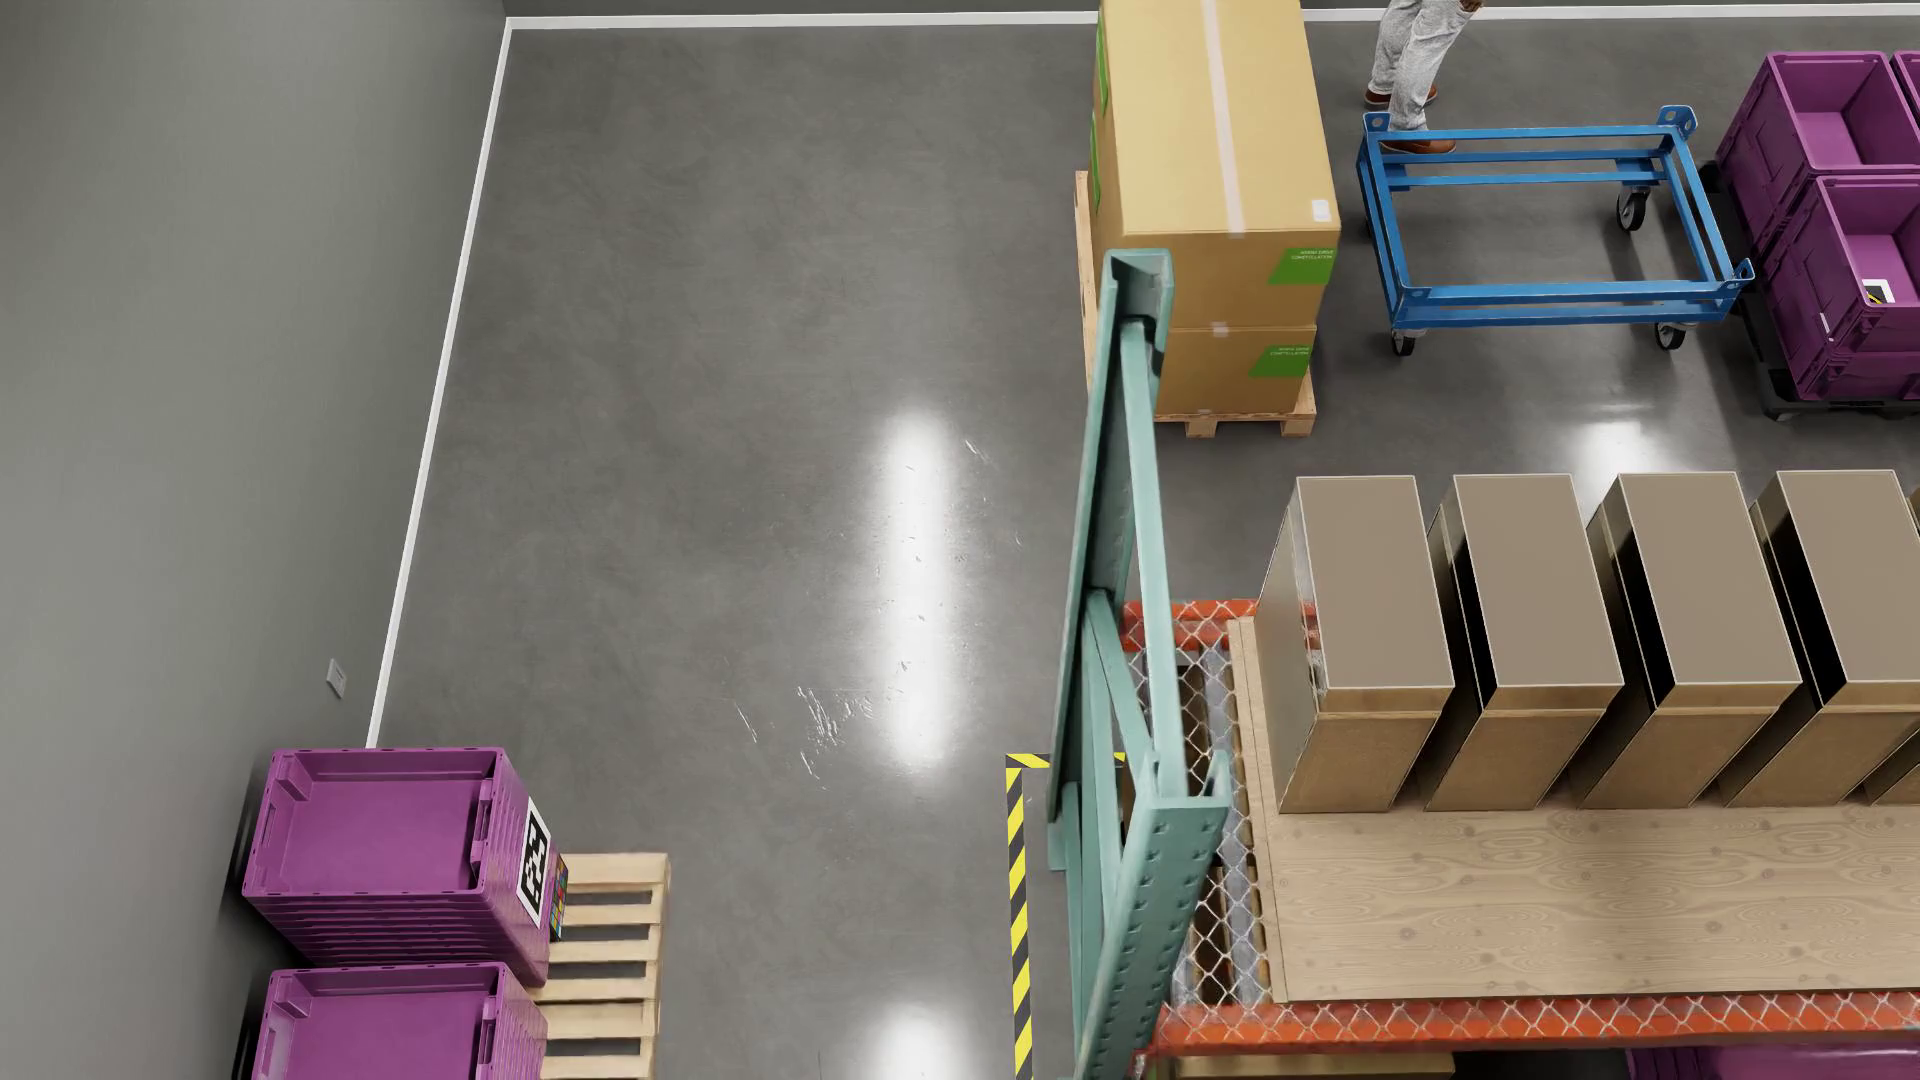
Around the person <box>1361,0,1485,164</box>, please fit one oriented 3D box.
[{"bbox_3d":[1.831,-2.240,6.076,0.354,1.937,0.635,-3,58,-2],"label":"person"}]
